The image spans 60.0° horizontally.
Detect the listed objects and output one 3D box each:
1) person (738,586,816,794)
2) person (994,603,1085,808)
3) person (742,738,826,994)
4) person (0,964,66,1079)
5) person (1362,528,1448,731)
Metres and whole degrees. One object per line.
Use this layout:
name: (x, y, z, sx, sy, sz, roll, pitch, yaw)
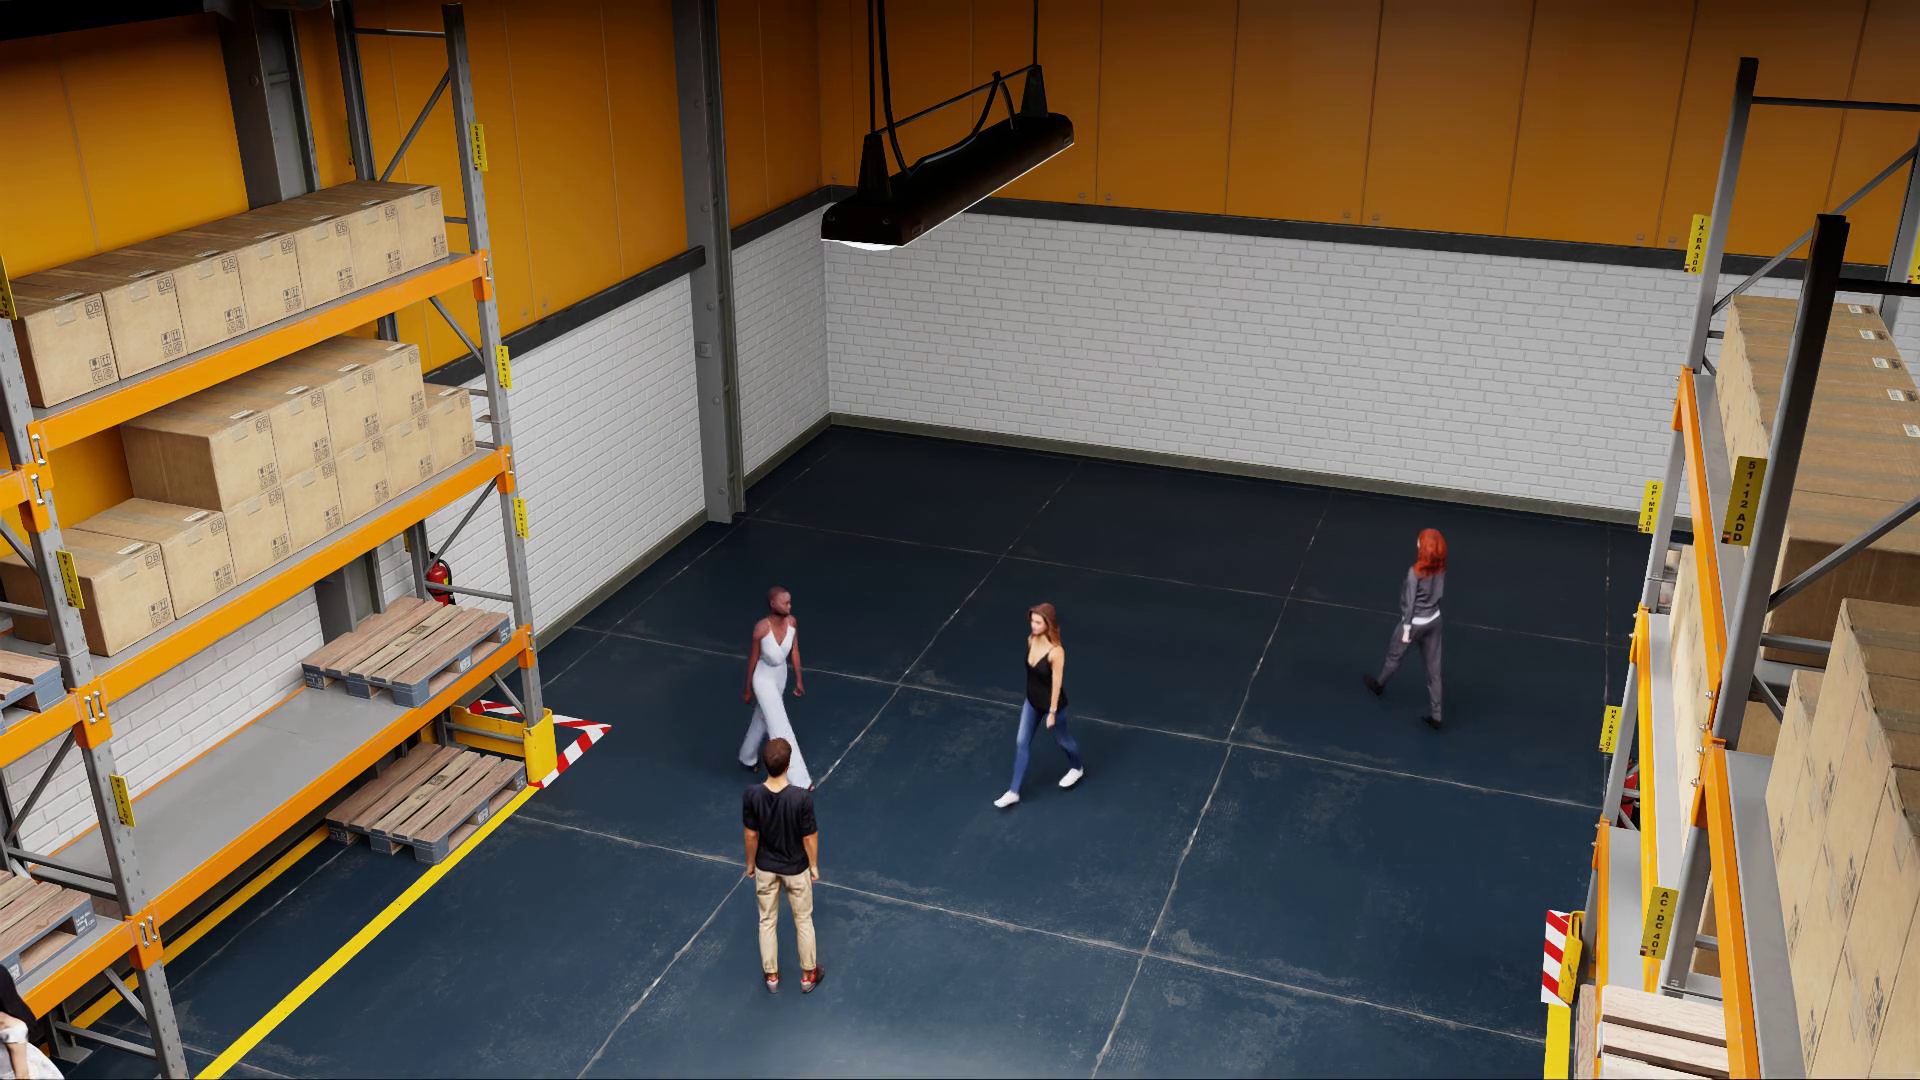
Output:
person: (-1.570, 1.148, 13.135, 0.898, 1.730, 1.091, 21, 31, 40)
person: (0.732, 1.257, 12.950, 1.173, 1.677, 0.948, -18, 30, -36)
person: (-1.148, 2.114, 10.764, 0.682, 1.858, 0.622, 2, 24, 5)
person: (-4.988, 2.982, 8.890, 0.800, 1.769, 0.776, -18, 30, -36)
person: (3.927, 0.782, 13.984, 1.145, 1.719, 1.174, -12, 26, -25)
